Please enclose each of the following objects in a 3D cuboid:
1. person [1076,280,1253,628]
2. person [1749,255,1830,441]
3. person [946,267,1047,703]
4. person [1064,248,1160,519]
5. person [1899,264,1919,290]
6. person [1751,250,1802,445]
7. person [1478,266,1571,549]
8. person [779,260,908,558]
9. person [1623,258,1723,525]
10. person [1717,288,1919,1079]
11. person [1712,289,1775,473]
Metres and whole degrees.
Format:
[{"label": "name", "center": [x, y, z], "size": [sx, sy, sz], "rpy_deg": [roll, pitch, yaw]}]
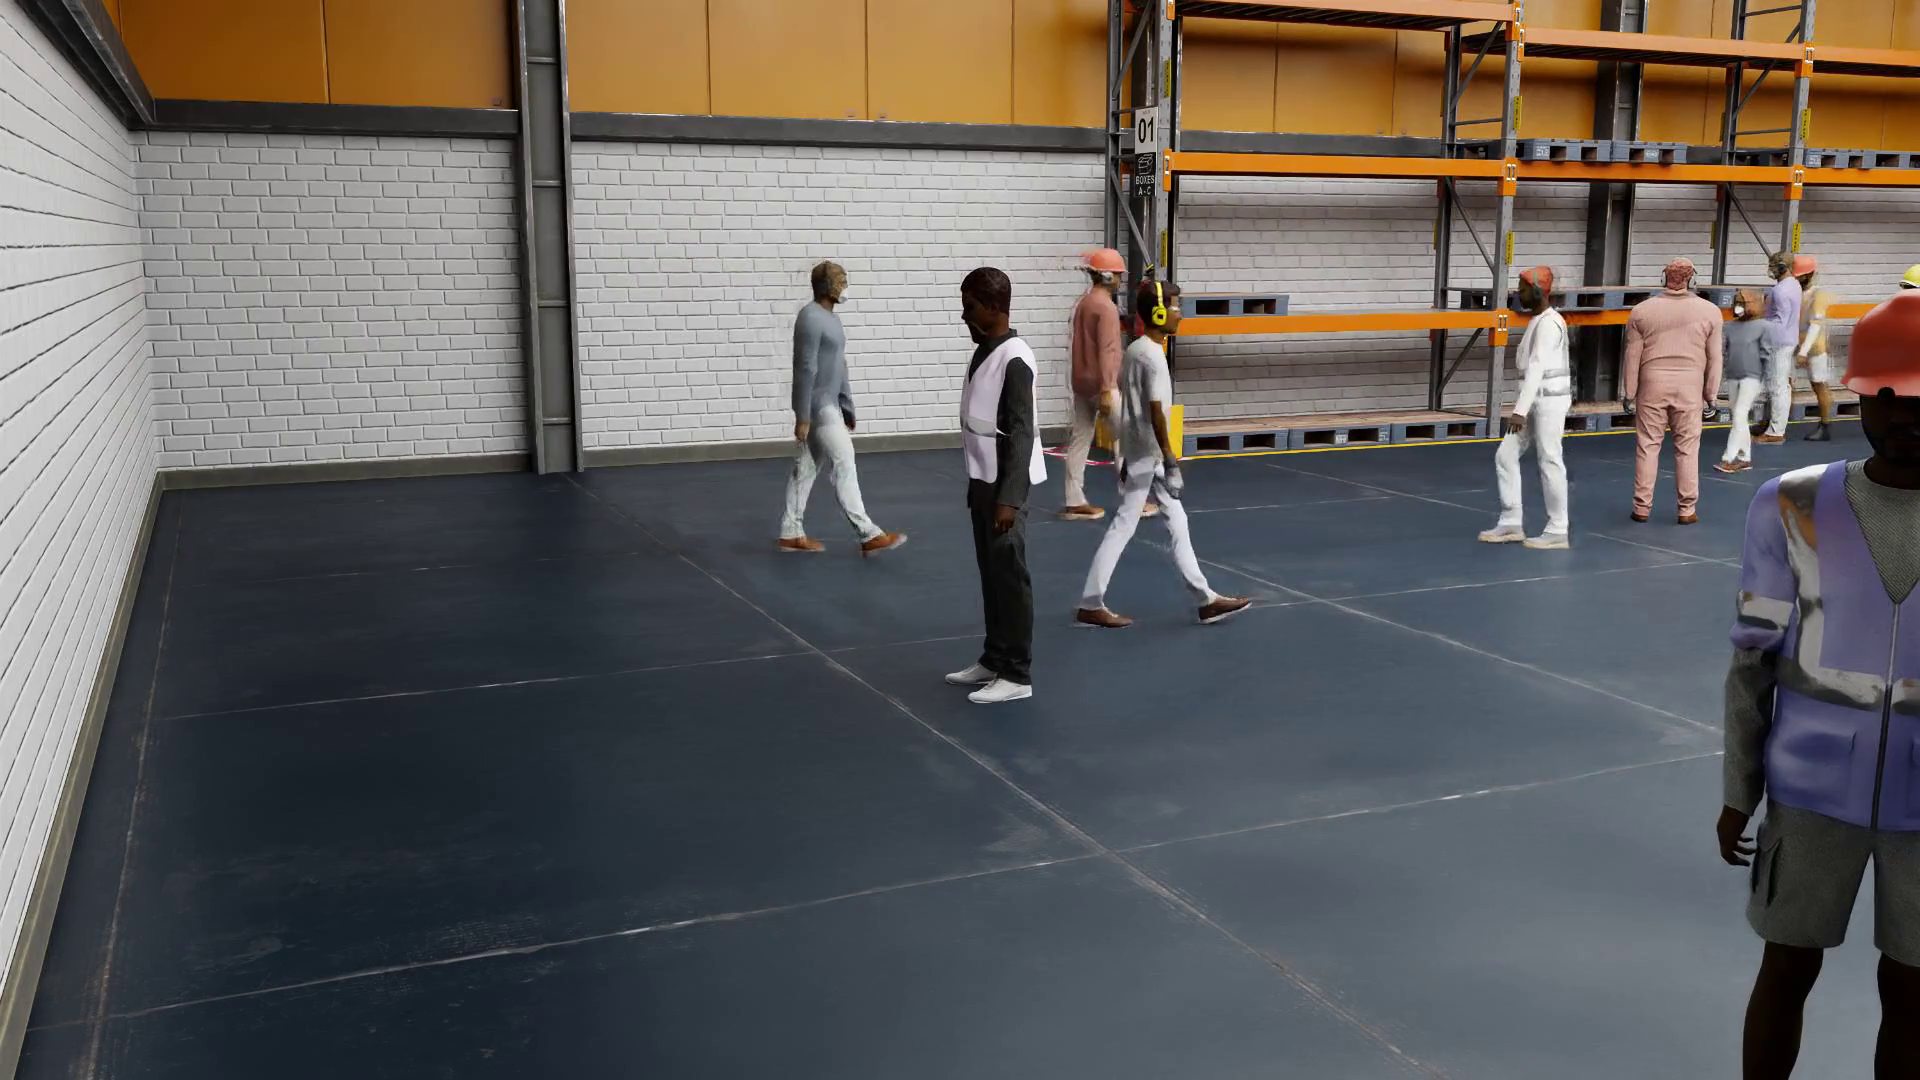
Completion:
[{"label": "person", "center": [1.054, -0.428, 8.656], "size": [0.963, 1.816, 0.551], "rpy_deg": [0, 10, 1]}, {"label": "person", "center": [8.453, -1.917, 16.787], "size": [0.976, 1.874, 0.572], "rpy_deg": [-1, 10, -7]}, {"label": "person", "center": [0.172, -0.241, 7.361], "size": [0.391, 1.913, 0.588], "rpy_deg": [-3, 11, -15]}, {"label": "person", "center": [1.128, -1.124, 12.116], "size": [0.833, 1.964, 0.654], "rpy_deg": [-3, 11, -18]}, {"label": "person", "center": [7.970, -1.389, 13.975], "size": [0.404, 1.835, 0.589], "rpy_deg": [-3, 11, -19]}, {"label": "person", "center": [8.179, -1.918, 16.634], "size": [0.372, 1.939, 0.631], "rpy_deg": [7, 12, 33]}, {"label": "person", "center": [3.735, -0.860, 10.961], "size": [0.717, 1.860, 0.598], "rpy_deg": [1, 10, 5]}, {"label": "person", "center": [-0.769, -0.826, 10.667], "size": [0.959, 1.894, 0.650], "rpy_deg": [1, 10, 6]}, {"label": "person", "center": [5.111, -1.064, 11.962], "size": [0.651, 1.906, 0.403], "rpy_deg": [4, 11, 22]}, {"label": "person", "center": [1.762, 0.492, 3.206], "size": [0.551, 1.935, 0.375], "rpy_deg": [5, 11, 27]}, {"label": "person", "center": [6.780, -1.380, 14.566], "size": [0.770, 1.602, 0.521], "rpy_deg": [-5, 11, -27]}]
